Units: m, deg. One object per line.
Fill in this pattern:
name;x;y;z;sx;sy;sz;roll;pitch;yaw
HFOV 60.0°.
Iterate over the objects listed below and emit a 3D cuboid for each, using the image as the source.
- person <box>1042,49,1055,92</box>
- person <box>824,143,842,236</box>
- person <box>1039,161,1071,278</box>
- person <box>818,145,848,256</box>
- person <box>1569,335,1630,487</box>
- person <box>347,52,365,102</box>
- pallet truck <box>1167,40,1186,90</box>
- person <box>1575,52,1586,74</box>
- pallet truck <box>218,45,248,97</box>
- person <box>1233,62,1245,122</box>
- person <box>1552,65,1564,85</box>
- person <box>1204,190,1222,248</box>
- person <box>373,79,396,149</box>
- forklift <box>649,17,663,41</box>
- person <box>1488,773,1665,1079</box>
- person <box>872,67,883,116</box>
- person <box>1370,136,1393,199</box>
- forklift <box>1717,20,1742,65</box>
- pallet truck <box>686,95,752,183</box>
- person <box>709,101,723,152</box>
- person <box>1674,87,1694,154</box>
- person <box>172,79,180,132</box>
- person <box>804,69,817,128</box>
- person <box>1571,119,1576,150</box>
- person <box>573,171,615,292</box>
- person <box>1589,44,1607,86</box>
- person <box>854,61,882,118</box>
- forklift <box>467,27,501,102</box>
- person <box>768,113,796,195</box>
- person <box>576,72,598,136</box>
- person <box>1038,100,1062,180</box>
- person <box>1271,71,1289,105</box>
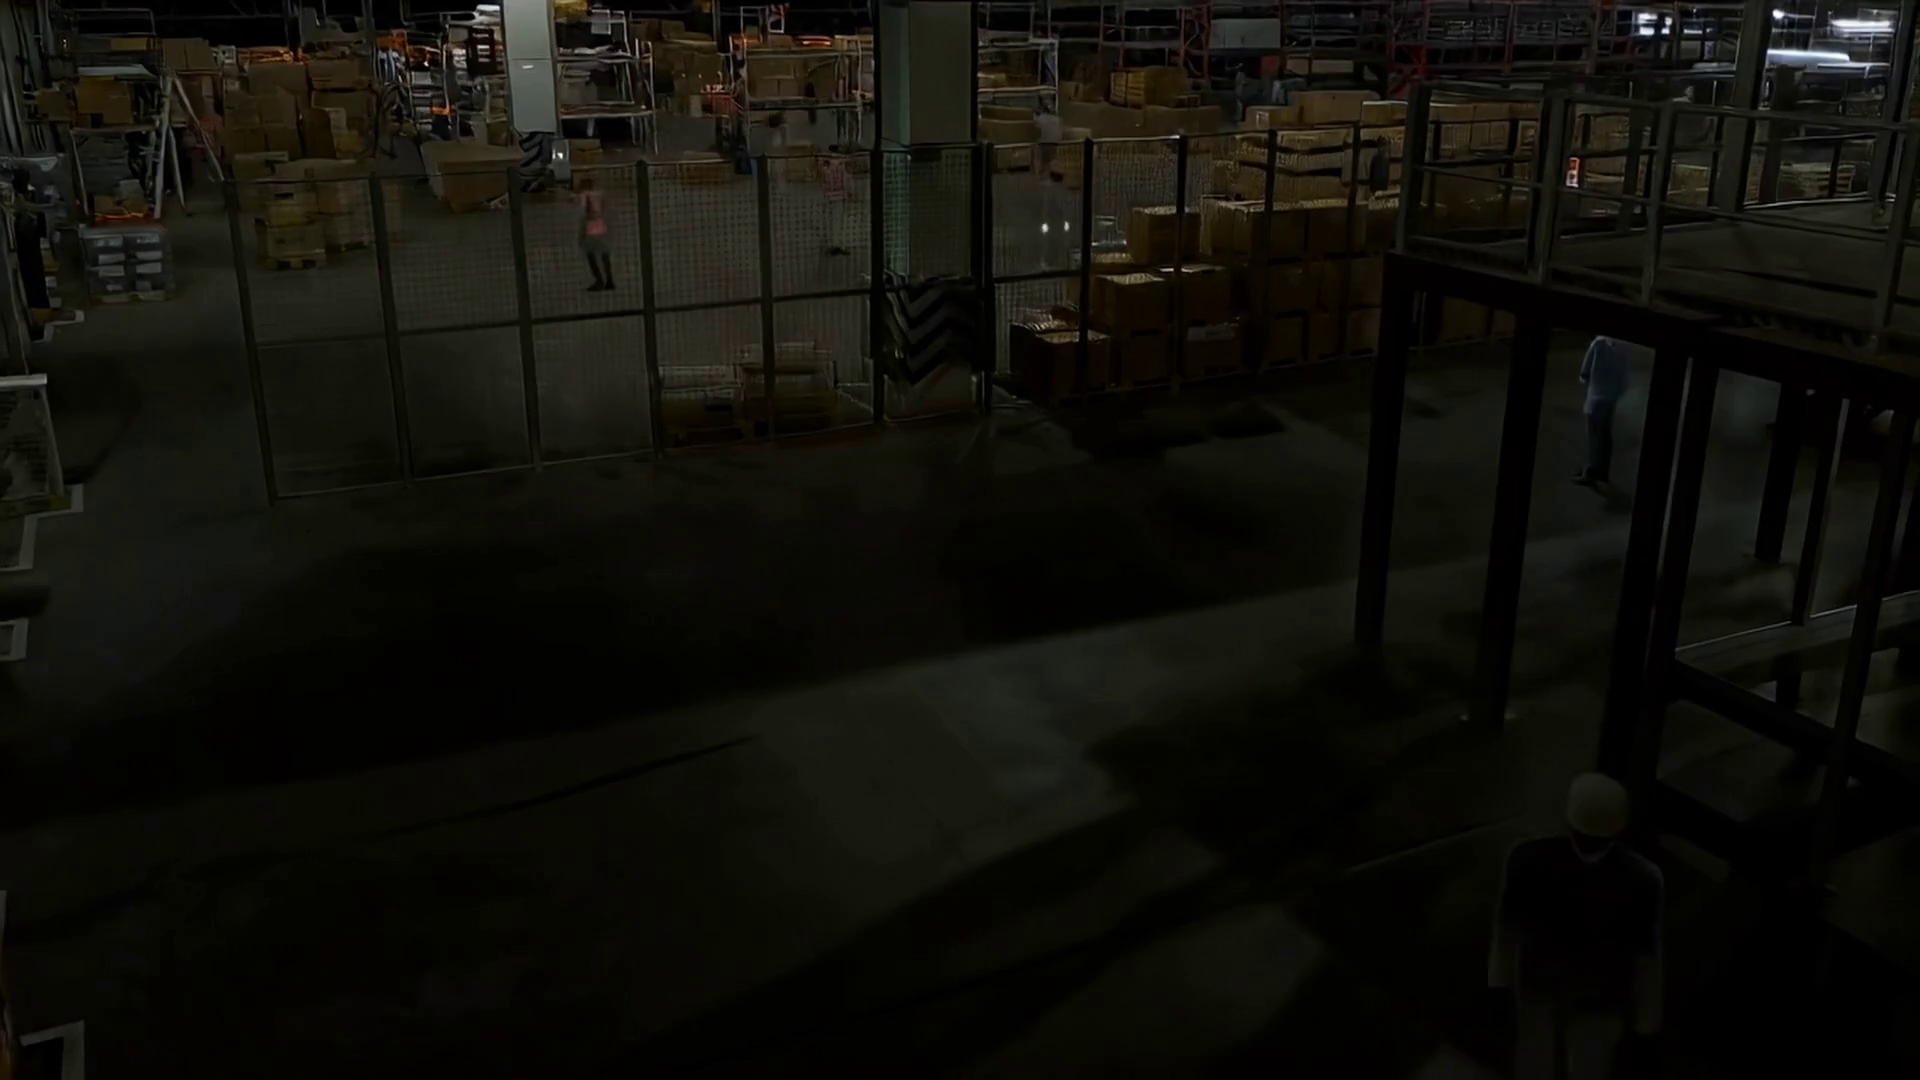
person;3.576;-18.861;66.724;0.613;1.963;0.361;0;19;-1
person;-2.441;-6.712;31.842;0.292;1.745;0.487;-4;20;-12
person;1.569;-5.360;27.688;0.590;1.905;0.781;-14;23;-35
person;-2.250;-6.061;29.657;0.401;1.942;0.602;16;25;39
person;6.333;-1.444;16.446;0.431;1.836;0.619;14;23;35
person;-22.909;-17.531;63.017;0.612;1.862;0.676;12;22;31
pallet truck;9.045;-19.971;69.895;0.823;1.965;1.885;-3;19;-8
person;24.701;-18.516;66.129;0.529;1.697;0.321;13;23;33
pallet truck;-28.879;-18.665;66.111;0.823;1.965;1.885;-3;19;-9
person;9.250;-14.869;55.195;0.379;1.937;0.548;7;20;20
person;18.586;-13.877;52.164;0.700;2.000;0.619;-2;19;-5
person;3.634;-4.013;23.730;0.366;1.935;0.630;-6;20;-17
person;-16.323;-12.047;47.033;0.644;1.923;0.567;11;22;30
forklift;-13.340;-21.587;73.246;1.873;2.768;1.129;2;19;7
person;2.528;1.795;6.878;0.632;1.960;0.975;6;20;17
person;-2.775;-15.668;57.550;0.391;1.913;0.587;-12;22;-31
person;7.733;-6.427;30.638;0.387;1.992;0.626;14;23;35
forklift;32.272;-19.993;68.628;1.873;2.768;1.129;16;25;39
pallet truck;-5.836;-9.608;39.856;0.823;1.965;1.885;10;22;27
person;-6.172;-10.467;42.826;0.769;1.663;0.553;-4;19;-10
person;20.002;-11.637;46.082;0.608;1.777;0.957;-6;20;-17
person;-24.374;-13.455;51.563;0.516;1.631;0.313;11;22;29
person;-4.780;-14.145;53.263;0.504;1.827;0.418;8;20;21
person;13.904;-9.103;38.347;0.402;2.035;0.601;-3;19;-9
person;-5.792;-4.895;26.354;0.350;1.898;0.717;7;20;20
person;26.238;-19.475;68.635;0.800;1.877;0.666;-13;23;-32
person;-3.146;-15.287;56.469;0.899;1.906;0.547;6;20;16
forklift;-17.547;-17.497;61.390;1.129;2.768;1.873;-11;22;-29
person;-4.028;-8.641;37.321;0.751;1.817;0.633;8;21;22
person;-11.323;-13.201;50.398;0.644;1.911;0.674;2;19;5
person;2.162;-9.675;40.230;0.588;1.886;0.992;5;20;14
person;10.506;-14.576;54.733;0.538;1.684;0.363;10;21;26
